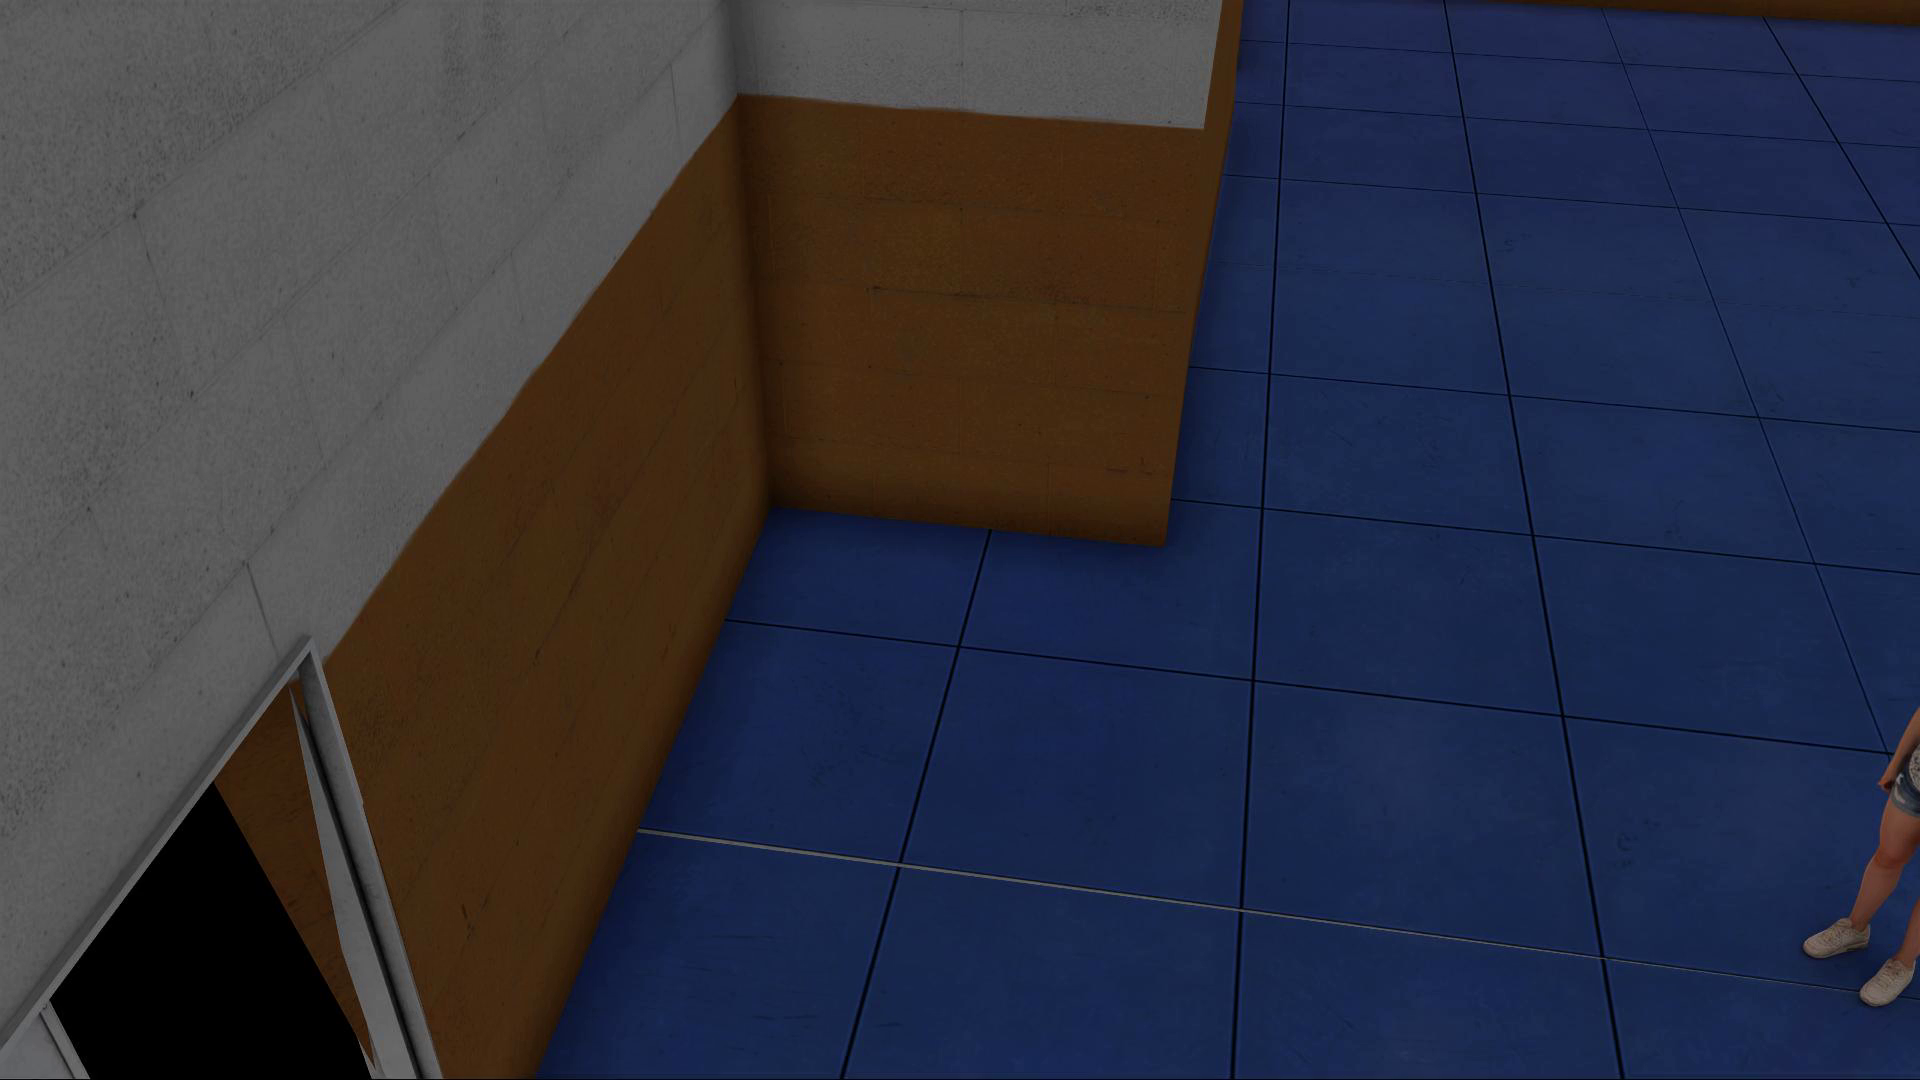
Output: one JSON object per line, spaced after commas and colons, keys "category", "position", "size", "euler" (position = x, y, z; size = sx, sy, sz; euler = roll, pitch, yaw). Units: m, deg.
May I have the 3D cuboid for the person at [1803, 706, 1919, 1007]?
{"category": "person", "position": [3.348, 0.876, 5.618], "size": [0.695, 1.759, 0.660], "euler": [-17, 40, -21]}
